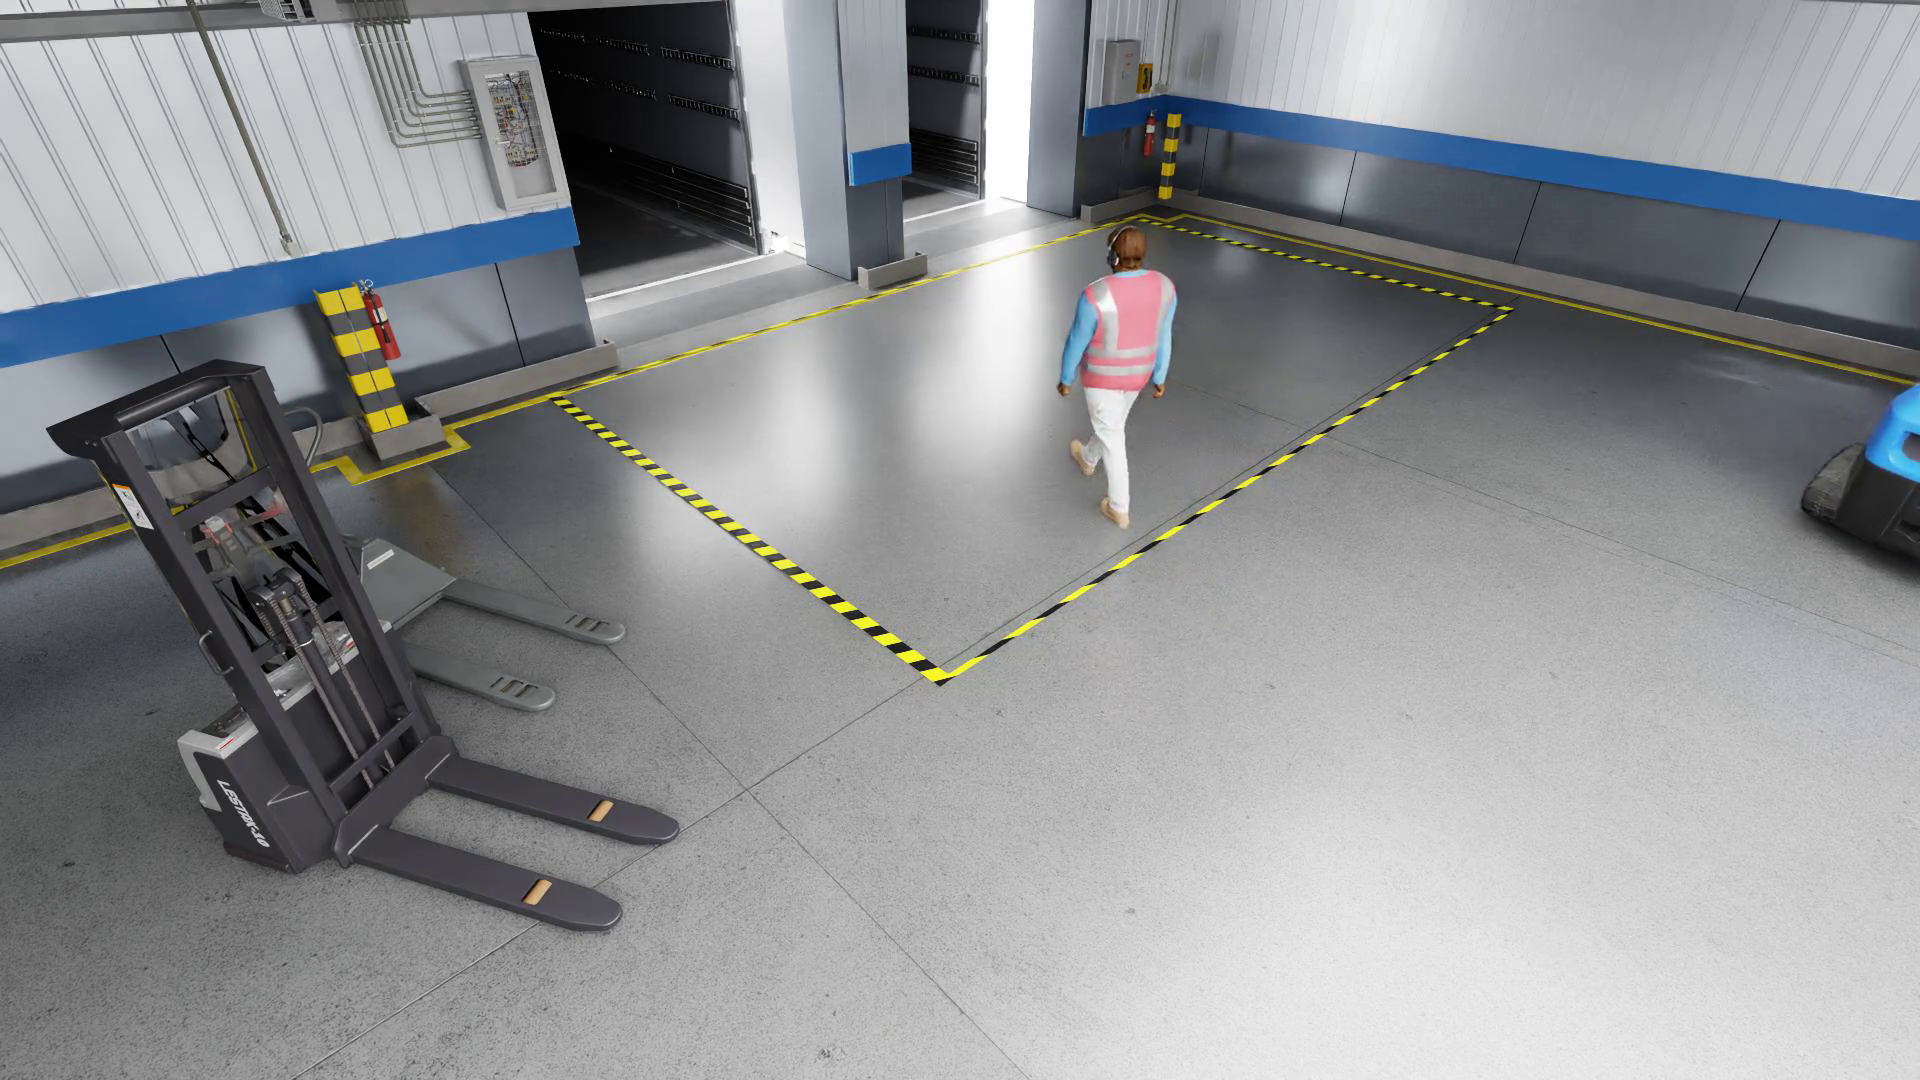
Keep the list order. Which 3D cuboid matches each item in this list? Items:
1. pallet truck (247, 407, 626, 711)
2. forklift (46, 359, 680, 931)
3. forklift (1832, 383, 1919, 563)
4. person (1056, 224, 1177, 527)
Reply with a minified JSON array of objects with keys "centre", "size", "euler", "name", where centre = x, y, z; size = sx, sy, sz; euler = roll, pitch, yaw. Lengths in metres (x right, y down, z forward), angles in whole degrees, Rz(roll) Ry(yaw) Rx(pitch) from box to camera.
[{"centre":[-2.628,0.038,4.590],"size":[1.601,1.201,0.680],"euler":[12,36,18],"name":"pallet truck"},{"centre":[-2.135,0.422,3.354],"size":[1.885,1.965,0.823],"euler":[10,35,14],"name":"forklift"},{"centre":[6.612,-0.964,5.077],"size":[2.680,2.036,1.157],"euler":[-13,36,-18],"name":"forklift"},{"centre":[0.909,-1.060,5.709],"size":[0.655,1.787,0.940],"euler":[-13,36,-19],"name":"person"}]
